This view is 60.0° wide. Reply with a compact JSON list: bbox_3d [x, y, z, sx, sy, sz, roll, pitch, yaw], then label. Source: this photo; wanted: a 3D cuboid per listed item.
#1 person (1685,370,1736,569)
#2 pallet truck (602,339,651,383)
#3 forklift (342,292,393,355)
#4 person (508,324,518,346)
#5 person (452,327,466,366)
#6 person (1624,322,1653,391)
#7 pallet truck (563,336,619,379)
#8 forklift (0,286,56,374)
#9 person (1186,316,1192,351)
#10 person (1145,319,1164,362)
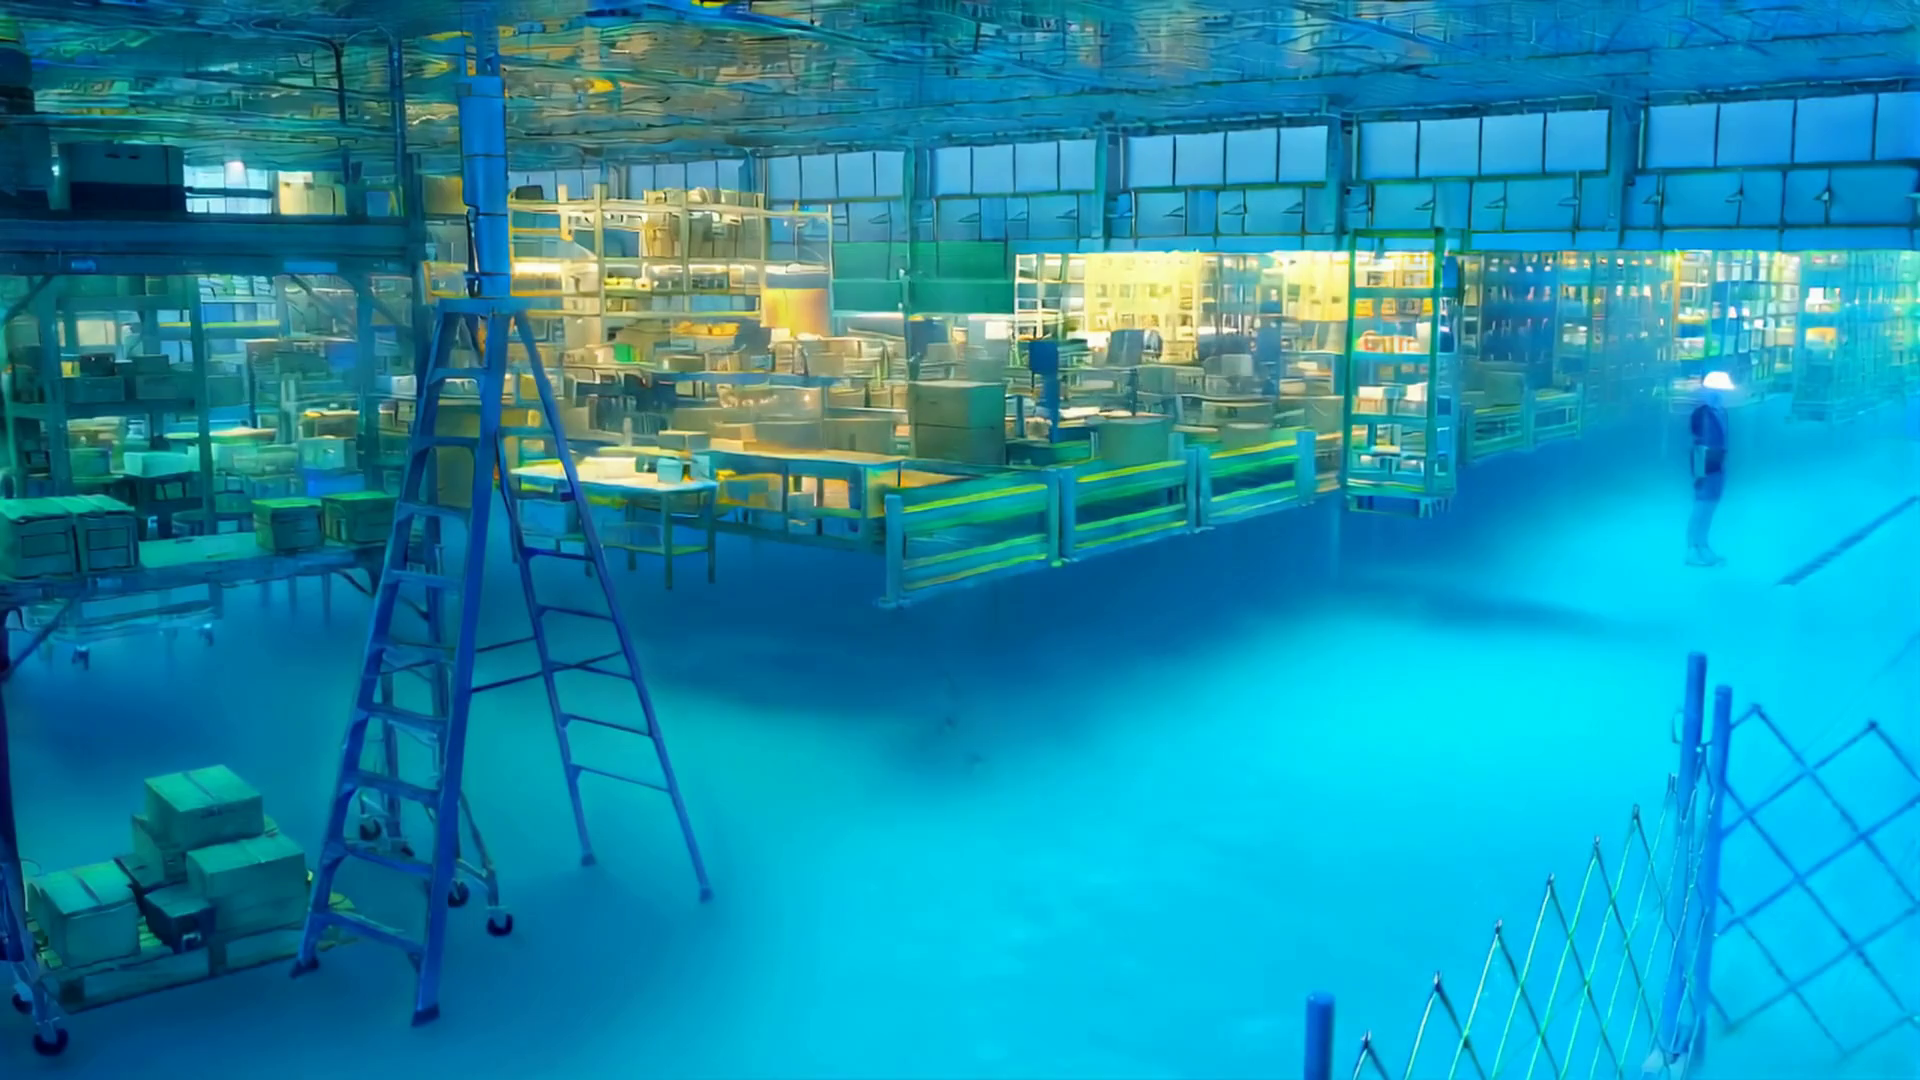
[{"bbox_3d":[7.763,-0.727,17.173,0.612,2.043,0.374,-8,12,-43],"label":"person"},{"bbox_3d":[-8.991,-4.871,45.351,0.653,1.274,1.630,7,11,37],"label":"pallet truck"},{"bbox_3d":[-16.485,-5.622,45.120,1.129,2.768,1.873,7,11,37],"label":"forklift"},{"bbox_3d":[-11.665,-4.737,43.160,0.517,1.744,0.533,-2,9,-10],"label":"person"},{"bbox_3d":[-15.694,-6.141,52.050,0.552,1.682,0.435,6,11,33],"label":"person"},{"bbox_3d":[17.554,-4.757,43.037,0.581,1.804,0.889,-9,13,-43],"label":"person"},{"bbox_3d":[-10.690,-5.294,48.215,1.601,1.201,0.680,-5,10,-26],"label":"pallet truck"},{"bbox_3d":[-25.192,-5.524,44.507,1.873,2.768,1.129,7,11,37],"label":"forklift"},{"bbox_3d":[7.103,-6.064,51.281,0.950,1.780,0.600,5,10,30],"label":"person"},{"bbox_3d":[4.758,-4.425,40.615,0.434,1.935,0.628,-4,10,-25],"label":"person"}]
